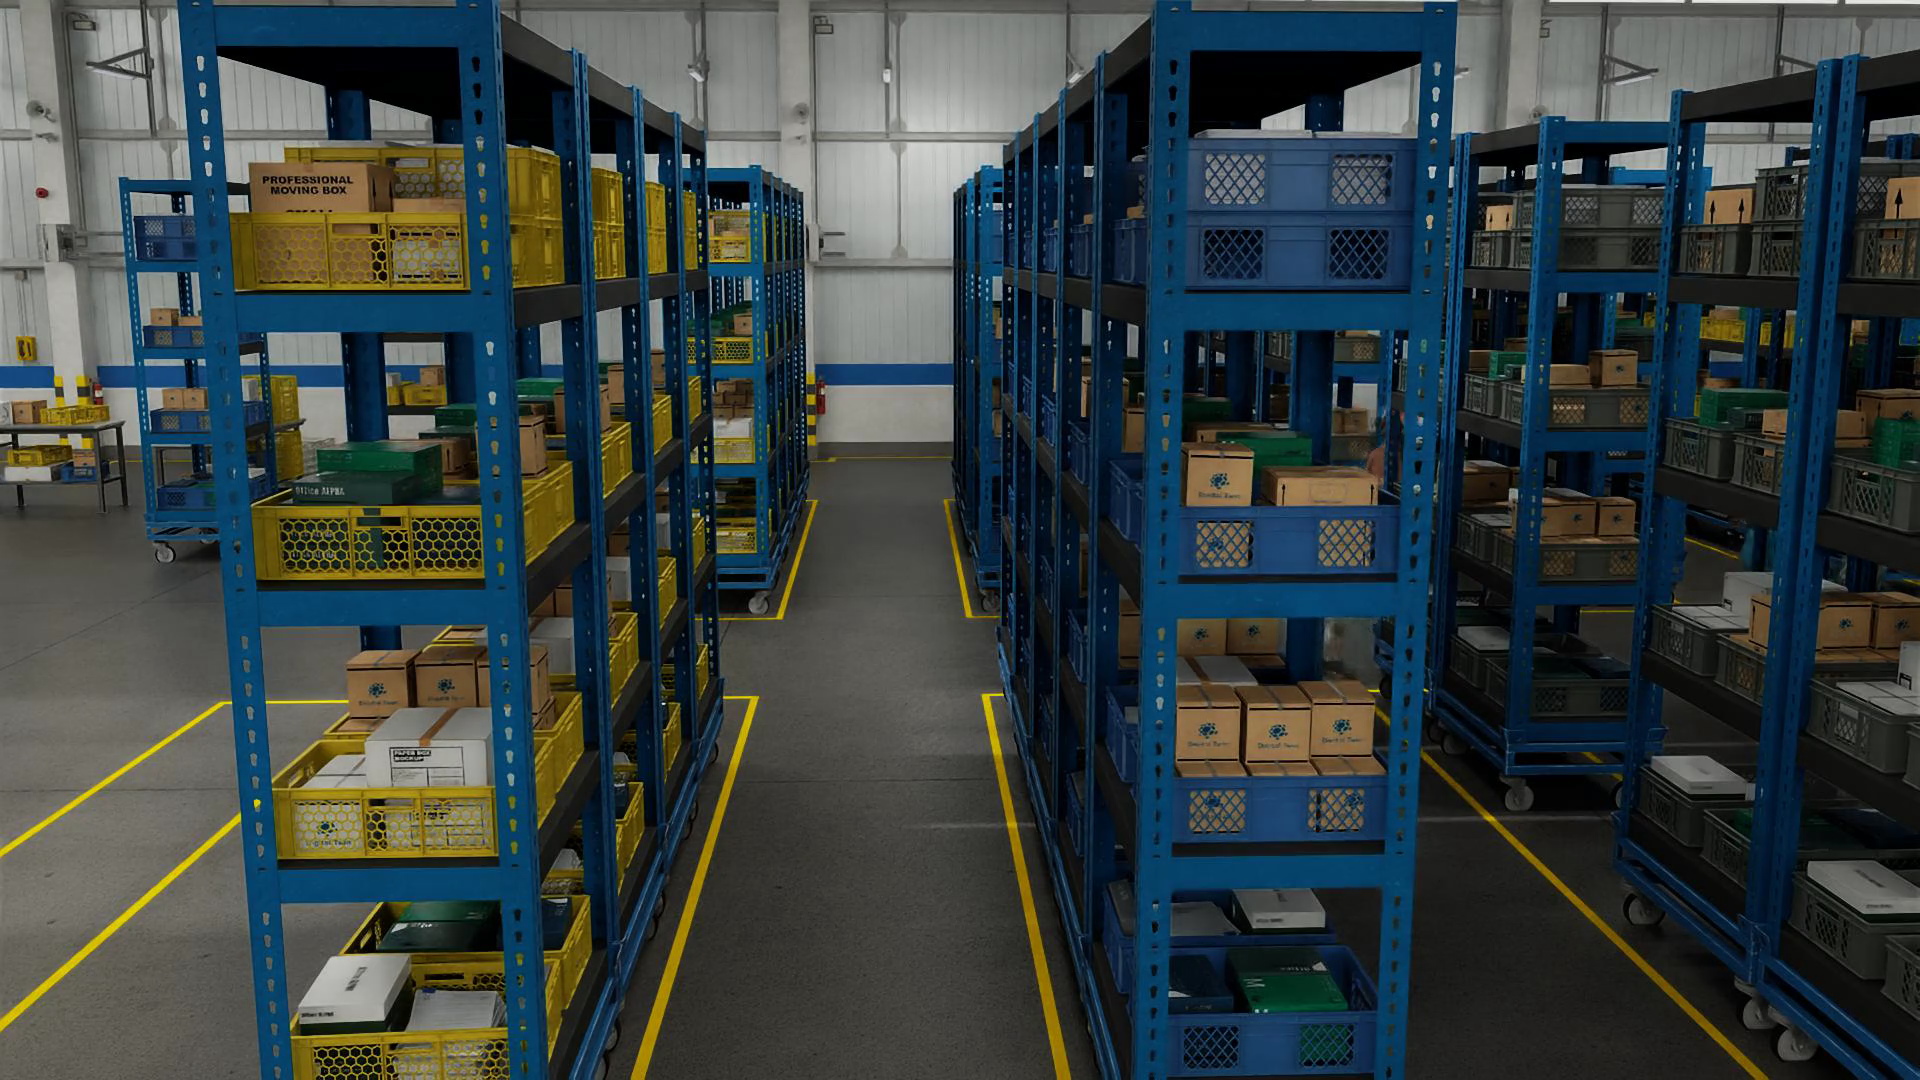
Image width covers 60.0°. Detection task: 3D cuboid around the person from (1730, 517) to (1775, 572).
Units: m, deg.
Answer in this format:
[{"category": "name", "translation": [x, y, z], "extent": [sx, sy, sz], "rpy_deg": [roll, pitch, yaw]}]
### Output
[{"category": "person", "translation": [6.313, -0.221, 13.058], "extent": [0.455, 1.826, 0.576], "rpy_deg": [1, 10, 3]}]

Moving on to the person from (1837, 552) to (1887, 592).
[{"category": "person", "translation": [6.705, -0.082, 12.240], "extent": [0.603, 1.830, 0.404], "rpy_deg": [-4, 11, -24]}]

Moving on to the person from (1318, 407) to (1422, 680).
[{"category": "person", "translation": [2.945, 0.011, 11.467], "extent": [1.011, 1.913, 0.671], "rpy_deg": [-1, 10, -7]}]
